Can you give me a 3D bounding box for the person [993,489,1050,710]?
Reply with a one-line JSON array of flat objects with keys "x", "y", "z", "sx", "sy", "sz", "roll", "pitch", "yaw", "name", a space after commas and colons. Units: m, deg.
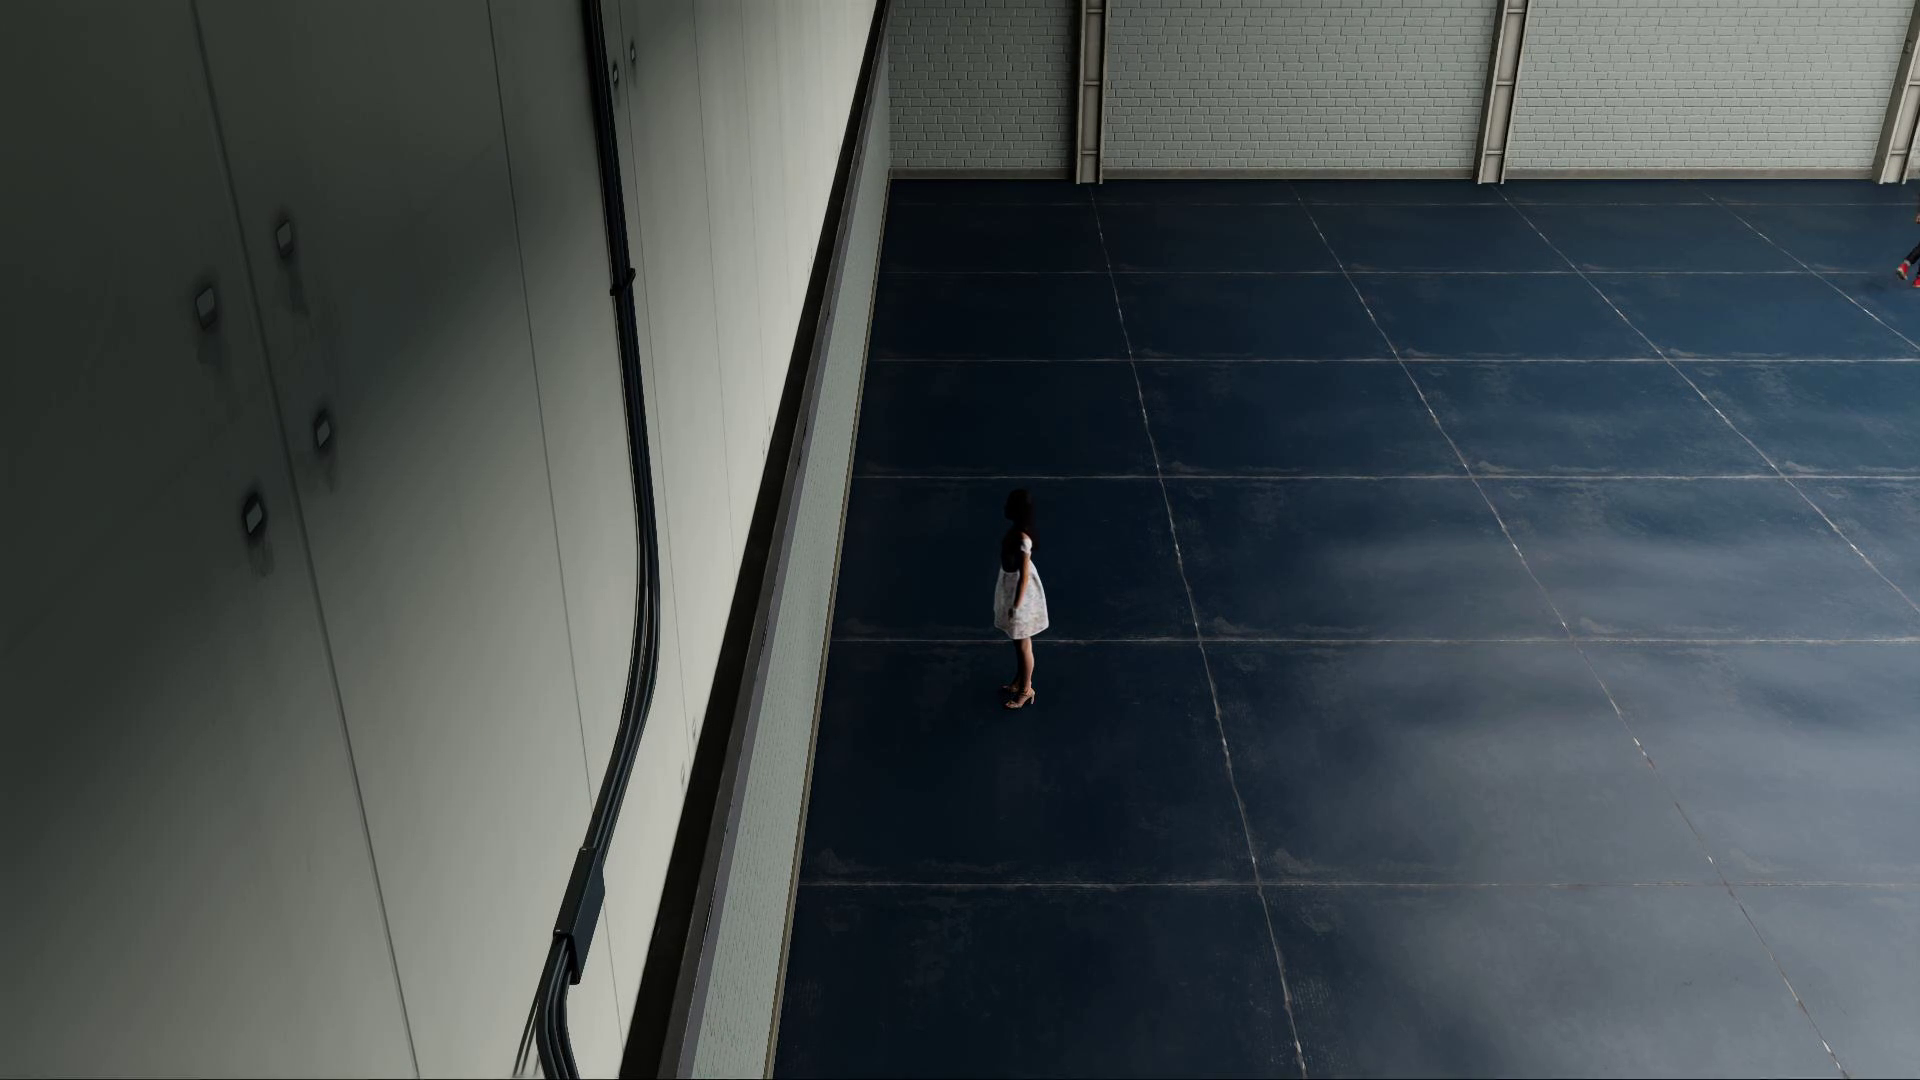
[{"x": 0.431, "y": 0.425, "z": 12.159, "sx": 0.619, "sy": 1.774, "sz": 0.637, "roll": 1, "pitch": 28, "yaw": 1, "name": "person"}]
